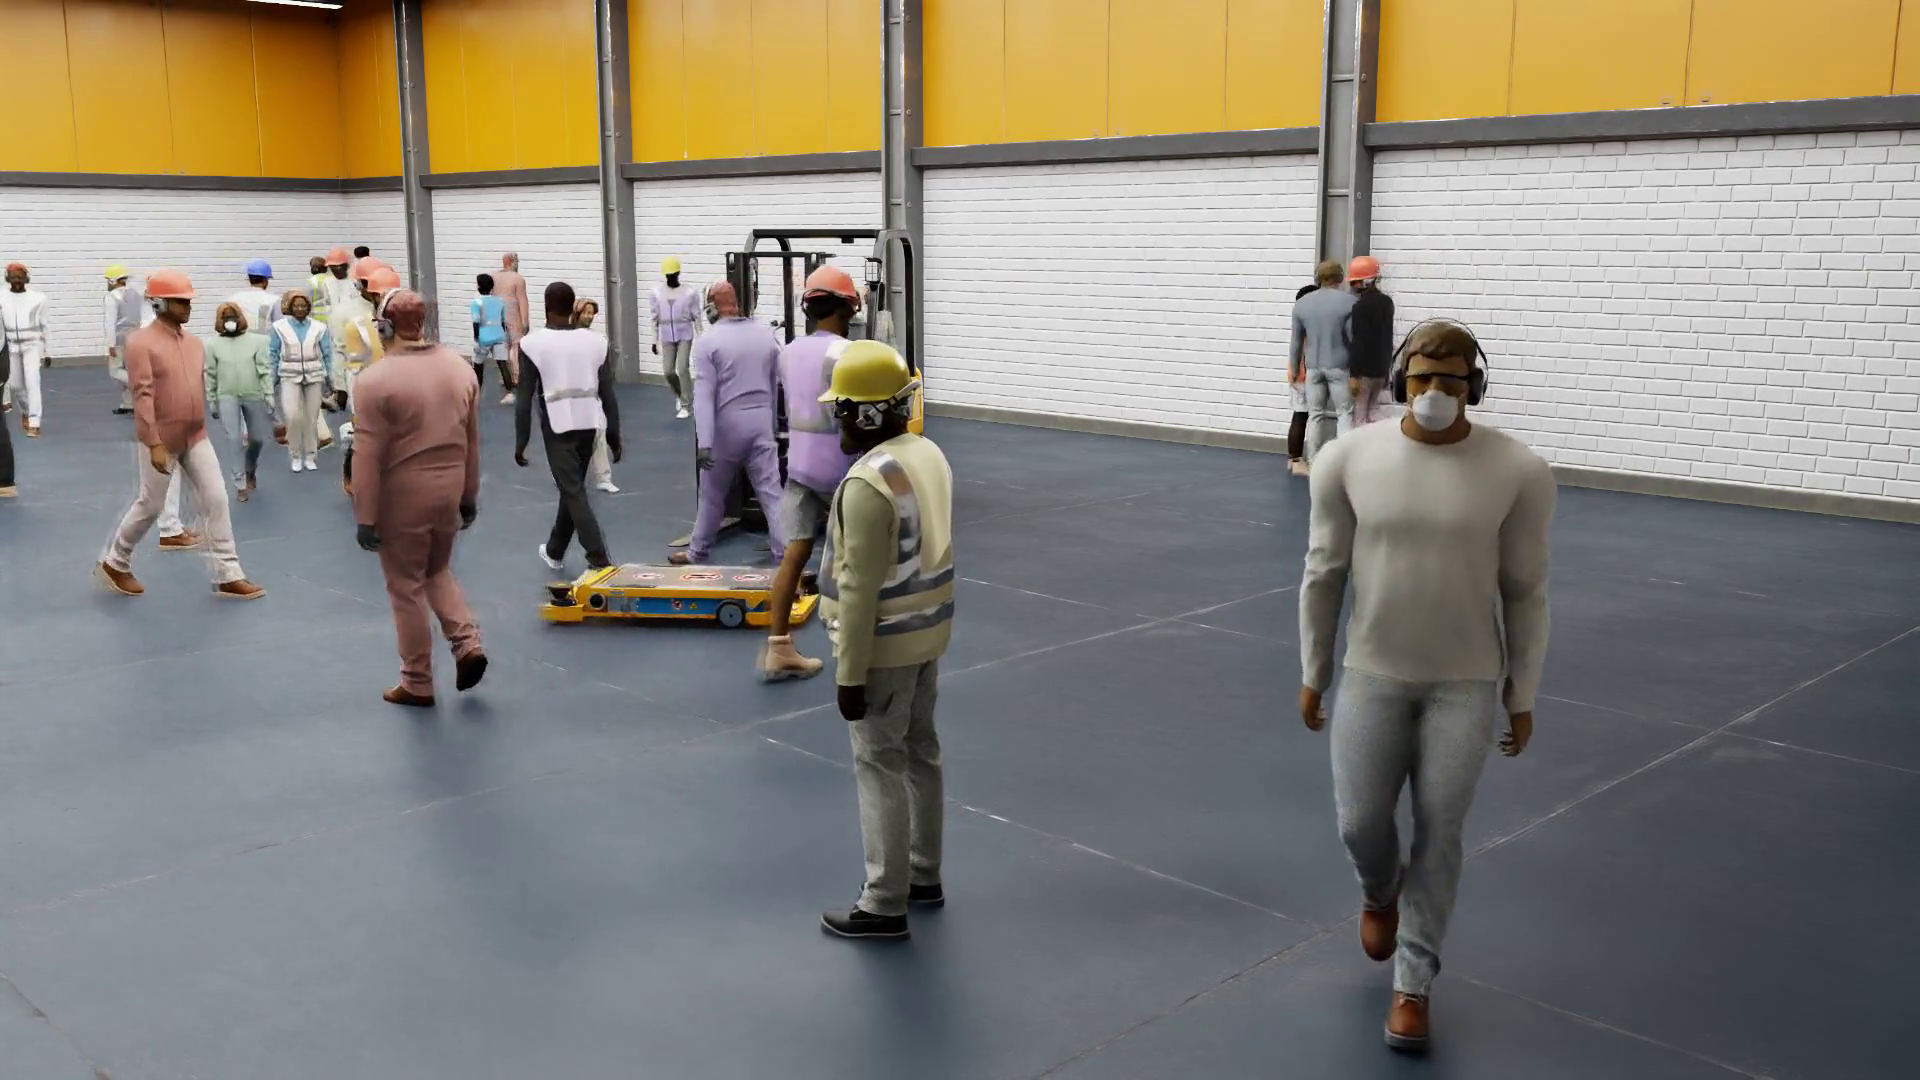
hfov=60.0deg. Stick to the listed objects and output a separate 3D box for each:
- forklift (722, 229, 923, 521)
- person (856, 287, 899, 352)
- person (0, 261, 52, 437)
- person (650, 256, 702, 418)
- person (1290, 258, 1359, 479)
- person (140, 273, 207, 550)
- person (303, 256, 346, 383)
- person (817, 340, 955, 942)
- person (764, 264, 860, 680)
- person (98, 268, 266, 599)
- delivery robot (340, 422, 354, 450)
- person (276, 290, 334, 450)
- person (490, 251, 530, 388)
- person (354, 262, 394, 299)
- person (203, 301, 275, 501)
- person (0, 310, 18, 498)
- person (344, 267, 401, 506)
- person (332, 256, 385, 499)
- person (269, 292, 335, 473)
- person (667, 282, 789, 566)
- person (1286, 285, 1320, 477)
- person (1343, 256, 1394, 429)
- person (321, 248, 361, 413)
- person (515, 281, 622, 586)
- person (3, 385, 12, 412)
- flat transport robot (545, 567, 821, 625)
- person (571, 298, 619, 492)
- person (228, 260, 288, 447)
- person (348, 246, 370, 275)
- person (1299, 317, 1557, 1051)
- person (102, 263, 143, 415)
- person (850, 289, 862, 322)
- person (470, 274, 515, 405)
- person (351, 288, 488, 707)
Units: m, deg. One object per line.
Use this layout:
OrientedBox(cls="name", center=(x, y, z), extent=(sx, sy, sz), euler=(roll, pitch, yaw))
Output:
OrientedBox(cls="forklift", center=(-1.050, -1.319, 12.920), extent=(1.214, 2.155, 2.313), euler=(2, 11, 13))
OrientedBox(cls="person", center=(-0.859, -1.892, 17.633), extent=(0.780, 1.602, 0.507), euler=(9, 14, 40))
OrientedBox(cls="person", center=(-10.024, -2.044, 17.796), extent=(0.586, 1.860, 0.740), euler=(-3, 11, -18))
OrientedBox(cls="person", center=(-3.317, -2.382, 19.510), extent=(0.614, 1.901, 0.614), euler=(1, 10, 8))
OrientedBox(cls="person", center=(3.151, -1.457, 14.387), extent=(0.759, 1.941, 0.555), euler=(8, 13, 36))
OrientedBox(cls="person", center=(-5.415, -0.875, 11.369), extent=(0.346, 1.879, 0.580), euler=(-5, 12, -26))
OrientedBox(cls="person", center=(-9.177, -3.157, 23.942), extent=(0.475, 1.828, 0.630), euler=(5, 11, 25))
OrientedBox(cls="person", center=(-0.230, 0.308, 5.062), extent=(0.403, 1.825, 0.595), euler=(4, 11, 21))
OrientedBox(cls="person", center=(-0.602, -0.338, 8.146), extent=(1.067, 1.979, 0.629), euler=(-10, 14, -44))
OrientedBox(cls="person", center=(-4.654, -0.610, 9.728), extent=(0.987, 1.957, 0.613), euler=(4, 11, 19))
OrientedBox(cls="delivery robot", center=(-5.494, -1.009, 15.447), extent=(0.477, 0.478, 0.707), euler=(-1, 10, -3))
OrientedBox(cls="person", center=(-6.576, -1.690, 16.582), extent=(0.854, 1.593, 0.500), euler=(4, 11, 23))
OrientedBox(cls="person", center=(-6.281, -3.094, 23.388), extent=(0.651, 1.905, 0.402), euler=(7, 12, 32))
OrientedBox(cls="person", center=(-5.527, -1.743, 16.115), extent=(0.641, 1.878, 0.836), euler=(-6, 12, -30))
OrientedBox(cls="person", center=(-5.884, -1.146, 13.574), extent=(0.509, 1.612, 0.638), euler=(-6, 12, -29))
OrientedBox(cls="person", center=(-8.038, -1.359, 13.553), extent=(0.538, 2.000, 0.713), euler=(-6, 12, -30))
OrientedBox(cls="person", center=(-4.175, -1.003, 11.986), extent=(0.553, 1.912, 0.810), euler=(-9, 13, -39))
OrientedBox(cls="person", center=(-4.606, -1.227, 13.018), extent=(0.592, 1.980, 0.628), euler=(10, 14, 43))
OrientedBox(cls="person", center=(-5.913, -1.417, 14.989), extent=(0.551, 1.618, 0.537), euler=(-6, 12, -29))
OrientedBox(cls="person", center=(-1.402, -0.653, 10.234), extent=(0.999, 1.842, 0.738), euler=(10, 14, 42))
OrientedBox(cls="person", center=(3.073, -1.416, 14.803), extent=(0.317, 1.696, 0.540), euler=(1, 10, 5))
OrientedBox(cls="person", center=(3.576, -1.465, 14.356), extent=(0.634, 1.955, 0.572), euler=(-10, 14, -44))
OrientedBox(cls="person", center=(-7.442, -2.541, 20.167), extent=(0.618, 1.967, 1.086), euler=(2, 11, 9))
OrientedBox(cls="person", center=(-2.440, -0.669, 10.307), extent=(0.623, 1.855, 1.063), euler=(-10, 14, -43))
OrientedBox(cls="person", center=(-11.709, -2.463, 20.041), extent=(0.319, 1.870, 0.521), euler=(-3, 11, -16))
OrientedBox(cls="flat transport robot", center=(-1.533, 0.299, 9.344), extent=(1.431, 0.197, 0.652), euler=(1, 10, 5))
OrientedBox(cls="person", center=(-3.150, -1.210, 13.886), extent=(0.537, 1.618, 0.631), euler=(-9, 14, -40))
OrientedBox(cls="person", center=(-7.115, -1.895, 16.915), extent=(0.626, 1.889, 1.019), euler=(2, 11, 13))
OrientedBox(cls="person", center=(-9.398, -3.659, 26.300), extent=(0.607, 1.966, 0.367), euler=(6, 12, 32))
OrientedBox(cls="person", center=(1.238, 0.364, 4.471), extent=(0.648, 1.926, 0.561), euler=(3, 11, 16))
OrientedBox(cls="person", center=(-9.820, -2.359, 19.637), extent=(0.611, 1.818, 0.602), euler=(2, 11, 9))
OrientedBox(cls="person", center=(-1.211, -1.783, 17.041), extent=(0.683, 1.610, 0.502), euler=(8, 13, 38))
OrientedBox(cls="person", center=(-5.934, -2.522, 20.957), extent=(0.859, 1.651, 0.541), euler=(8, 13, 38))
OrientedBox(cls="person", center=(-2.461, -0.176, 7.489), extent=(0.427, 1.895, 0.667), euler=(6, 12, 30))
